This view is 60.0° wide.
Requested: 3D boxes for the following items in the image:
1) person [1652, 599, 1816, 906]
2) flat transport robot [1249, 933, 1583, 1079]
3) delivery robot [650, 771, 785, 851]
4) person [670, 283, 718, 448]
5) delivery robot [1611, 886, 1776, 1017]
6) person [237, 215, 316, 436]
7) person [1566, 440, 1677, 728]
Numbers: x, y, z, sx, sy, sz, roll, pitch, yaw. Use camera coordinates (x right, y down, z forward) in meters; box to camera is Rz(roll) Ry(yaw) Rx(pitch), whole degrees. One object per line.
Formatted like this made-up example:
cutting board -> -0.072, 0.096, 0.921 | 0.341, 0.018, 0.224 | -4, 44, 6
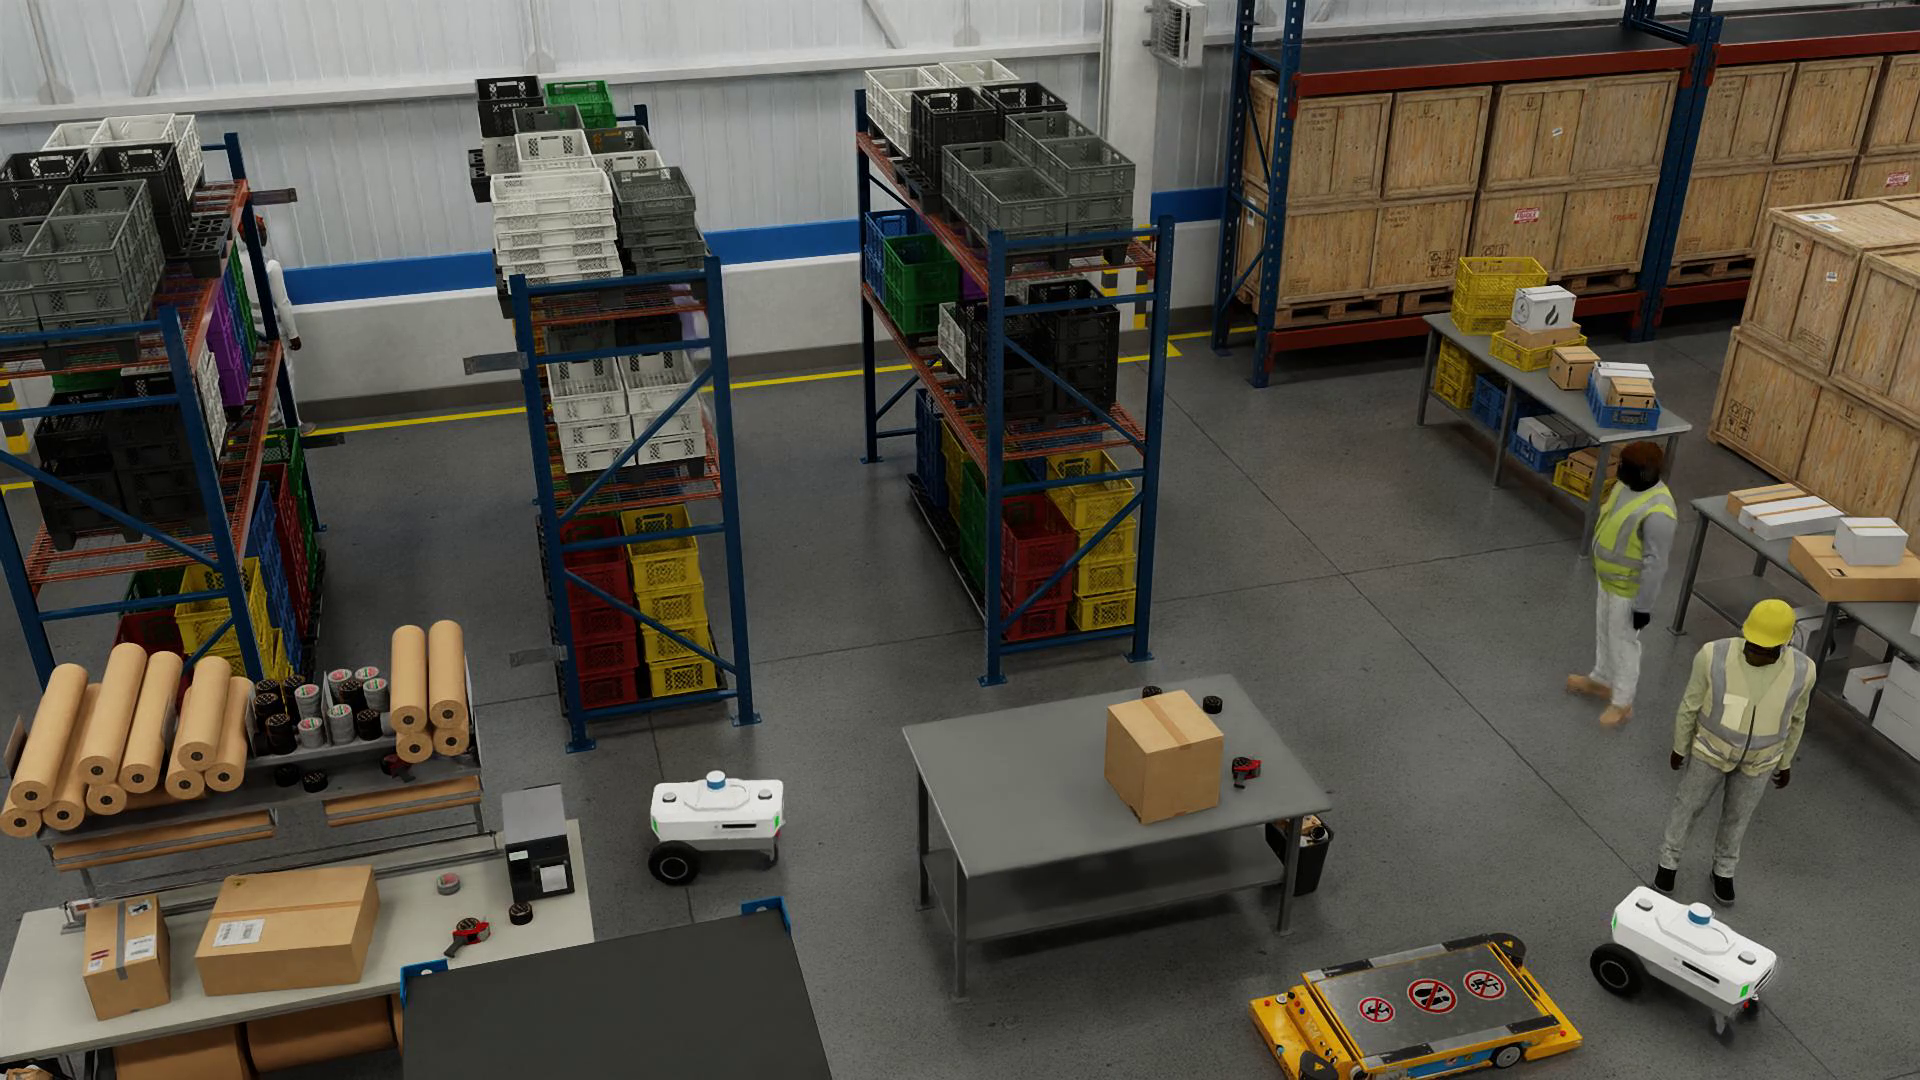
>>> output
person -> 3.982, 1.085, 8.552 | 0.601, 1.827, 0.403 | 8, 30, 14
flat transport robot -> 2.184, 2.282, 7.980 | 1.431, 0.197, 0.652 | -8, 30, -14
delivery robot -> -1.311, 1.479, 9.055 | 0.707, 0.478, 0.477 | -1, 29, -3
person -> -2.359, -1.485, 13.176 | 0.899, 1.882, 0.693 | 1, 29, 2
delivery robot -> 3.571, 1.991, 8.124 | 0.477, 0.478, 0.707 | -25, 37, -37
person -> -5.666, -1.740, 13.652 | 0.574, 1.876, 0.340 | 16, 33, 27
person -> 4.028, 0.242, 10.107 | 0.431, 1.829, 0.710 | 1, 29, 2
